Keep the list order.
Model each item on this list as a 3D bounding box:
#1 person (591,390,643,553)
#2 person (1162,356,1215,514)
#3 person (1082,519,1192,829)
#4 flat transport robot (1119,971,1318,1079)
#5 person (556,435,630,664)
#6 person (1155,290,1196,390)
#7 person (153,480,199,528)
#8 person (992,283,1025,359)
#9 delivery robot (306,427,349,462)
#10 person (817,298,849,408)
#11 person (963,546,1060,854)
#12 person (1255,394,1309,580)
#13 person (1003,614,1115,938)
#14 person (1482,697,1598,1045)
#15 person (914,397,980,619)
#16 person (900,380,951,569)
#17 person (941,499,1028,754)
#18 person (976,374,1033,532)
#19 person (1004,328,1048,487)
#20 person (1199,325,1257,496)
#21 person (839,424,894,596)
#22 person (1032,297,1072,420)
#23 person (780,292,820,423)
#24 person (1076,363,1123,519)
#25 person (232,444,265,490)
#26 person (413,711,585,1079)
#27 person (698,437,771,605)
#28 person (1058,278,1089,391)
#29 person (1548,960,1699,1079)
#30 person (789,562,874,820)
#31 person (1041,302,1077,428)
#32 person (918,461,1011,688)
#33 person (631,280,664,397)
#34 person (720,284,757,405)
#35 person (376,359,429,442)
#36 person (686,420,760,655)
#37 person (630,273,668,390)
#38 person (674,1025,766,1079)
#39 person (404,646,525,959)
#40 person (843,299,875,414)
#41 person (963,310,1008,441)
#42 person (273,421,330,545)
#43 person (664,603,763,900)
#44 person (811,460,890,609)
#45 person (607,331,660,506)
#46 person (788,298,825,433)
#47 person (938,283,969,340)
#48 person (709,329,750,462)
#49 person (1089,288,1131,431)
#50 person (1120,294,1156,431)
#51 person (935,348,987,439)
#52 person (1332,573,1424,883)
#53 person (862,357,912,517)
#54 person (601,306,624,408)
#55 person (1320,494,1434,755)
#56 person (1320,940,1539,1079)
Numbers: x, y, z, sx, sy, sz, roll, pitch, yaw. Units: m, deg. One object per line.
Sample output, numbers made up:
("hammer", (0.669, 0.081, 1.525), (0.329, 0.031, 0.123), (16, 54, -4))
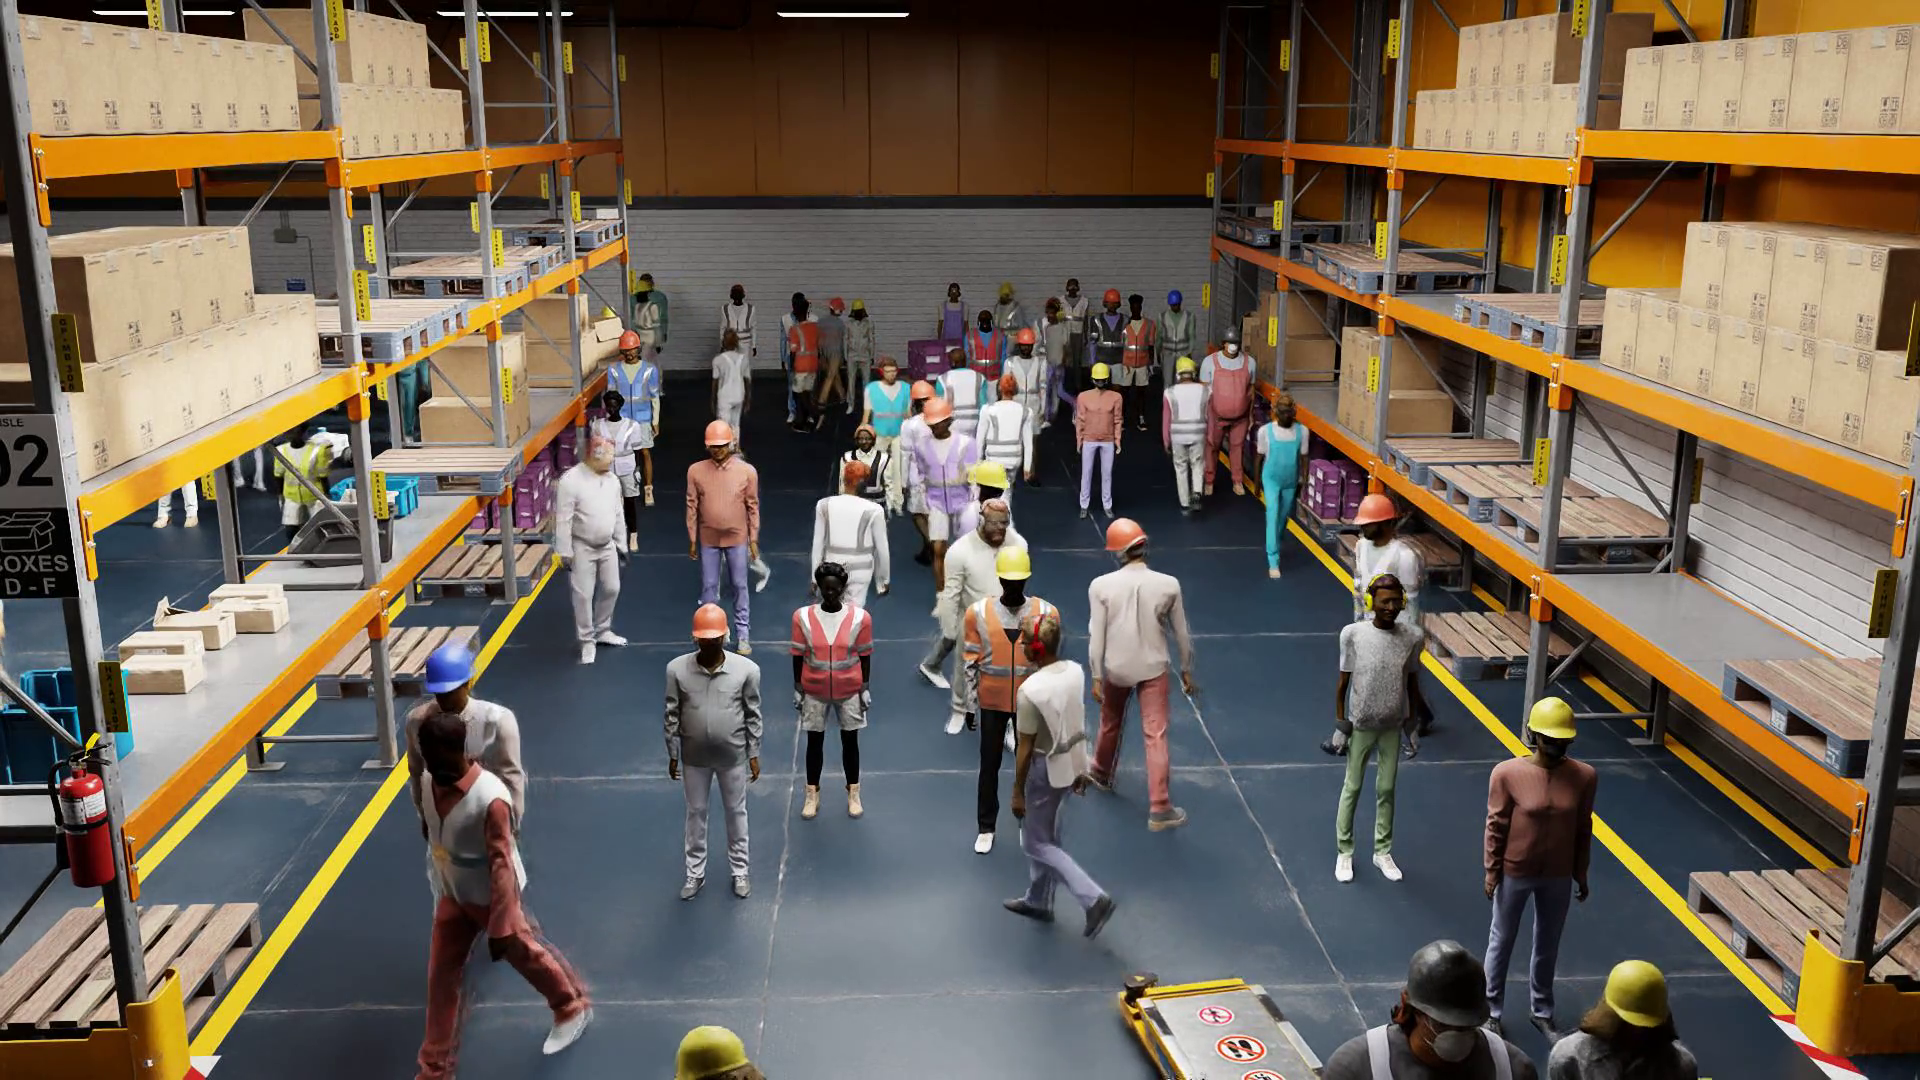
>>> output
("person", (-3.542, -0.706, 17.176), (0.535, 1.697, 0.318), (-1, 14, -3))
("person", (2.563, -1.153, 18.706), (0.614, 1.808, 0.541), (0, 14, 0))
("person", (1.156, 0.822, 10.741), (0.684, 1.926, 0.937), (0, 14, 1))
("flat transport robot", (1.268, 2.416, 7.763), (0.652, 0.197, 1.431), (-3, 15, -12))
("person", (-3.049, 0.072, 13.793), (0.455, 1.876, 0.716), (10, 18, 35))
("person", (3.228, -2.775, 24.883), (0.602, 1.892, 0.977), (1, 14, 5))
("person", (-8.663, -1.047, 18.222), (0.625, 1.846, 0.429), (-1, 14, -3))
("person", (0.823, -3.349, 27.366), (0.915, 1.795, 0.575), (-13, 19, -41))
("delivery robot", (-8.102, -1.190, 21.167), (0.477, 0.478, 0.707), (3, 14, 11))
("person", (-1.949, -2.912, 25.842), (0.567, 1.696, 0.913), (11, 18, 38))
("person", (0.312, 0.971, 10.127), (0.588, 1.930, 0.364), (-1, 14, -3))
("person", (3.174, -0.582, 16.516), (0.517, 1.806, 0.951), (0, 14, 1))
("person", (0.536, 1.293, 9.083), (0.665, 1.819, 0.575), (9, 17, 31))
("person", (2.774, 1.596, 7.996), (0.525, 1.772, 0.309), (-1, 14, -3))
("person", (-0.095, -0.358, 15.256), (0.623, 1.992, 1.062), (2, 14, 8))
("person", (-0.304, -0.610, 16.389), (0.546, 1.912, 0.774), (-7, 16, -25))
("person", (0.164, 0.576, 11.883), (0.664, 1.845, 0.846), (-5, 15, -19))
("person", (0.485, -0.793, 17.226), (0.617, 1.851, 0.952), (-5, 15, -18))
("person", (0.792, -1.602, 20.206), (0.545, 1.942, 0.354), (-1, 14, -3))
("person", (3.192, -1.533, 19.735), (0.682, 2.000, 0.537), (-1, 14, -3))
("person", (-0.878, -0.281, 15.622), (0.514, 1.641, 0.309), (-1, 14, -3))
("person", (1.342, -2.640, 24.473), (0.583, 1.856, 0.843), (2, 14, 7))
("person", (-2.352, -2.694, 24.538), (0.591, 1.919, 0.392), (-1, 14, -3))
("person", (1.556, -1.107, 18.615), (0.525, 1.769, 0.316), (-1, 14, -3))
("person", (-8.666, -1.523, 20.094), (0.507, 1.850, 0.672), (-14, 20, -43))
("person", (-2.212, 1.636, 7.692), (0.612, 1.859, 1.076), (10, 17, 33))
("person", (-2.118, -0.228, 15.470), (0.522, 1.616, 0.740), (12, 19, 40))
("person", (1.835, -3.381, 27.372), (0.565, 1.850, 0.390), (-1, 14, -3))
("person", (2.210, 2.215, 5.640), (0.496, 1.732, 0.338), (3, 15, 13))
("person", (-0.818, 0.958, 10.639), (0.535, 1.700, 0.318), (-1, 14, -3))
("person", (1.426, -2.536, 24.093), (0.754, 1.840, 0.526), (-12, 19, -39))
("person", (0.130, 0.291, 12.918), (0.986, 1.877, 0.598), (7, 16, 25))
("person", (-5.066, -3.167, 26.444), (0.818, 1.898, 0.609), (-10, 17, -34))
("person", (-3.455, -3.044, 25.983), (0.574, 1.883, 0.356), (-1, 14, -3))
("person", (-7.580, -2.200, 22.681), (0.674, 1.874, 0.674), (-8, 17, -30))
("person", (-1.975, -0.015, 13.870), (0.612, 1.995, 0.382), (-1, 14, -3))
("person", (-5.107, -3.416, 27.331), (0.630, 1.940, 0.372), (-1, 14, -3))
("person", (-0.653, 2.330, 5.265), (0.580, 1.702, 0.397), (12, 19, 39))
("person", (-2.510, 1.396, 8.555), (0.616, 1.895, 0.986), (0, 14, -1))
("person", (-1.534, -2.785, 25.244), (0.487, 1.744, 0.297), (-1, 14, -3))
("person", (0.346, -2.250, 22.950), (0.625, 1.844, 0.429), (-1, 14, -3))
("person", (-6.319, -0.408, 16.066), (0.536, 1.660, 0.470), (-1, 14, -5))
("person", (-1.413, 1.208, 9.540), (0.563, 1.755, 0.323), (-1, 14, -3))
("person", (-0.848, 0.277, 13.088), (0.596, 1.833, 1.012), (5, 15, 19))
("person", (-3.764, -1.396, 19.195), (0.607, 2.044, 0.379), (-1, 14, -3))
("person", (-2.156, -2.447, 23.515), (0.665, 1.947, 0.614), (11, 18, 38))
("person", (-0.102, -3.188, 26.625), (0.506, 1.847, 0.345), (-1, 14, -3))
("person", (-2.873, -1.745, 20.990), (0.526, 1.830, 0.715), (-10, 17, -33))
("person", (2.154, -2.574, 23.812), (0.607, 2.048, 0.370), (-1, 14, -3))
("person", (2.503, -2.547, 23.867), (0.607, 1.966, 0.367), (-1, 14, -3))
("person", (-0.006, -1.359, 19.586), (0.645, 1.782, 0.971), (-5, 15, -17))
("person", (2.448, 1.096, 9.749), (0.514, 1.876, 0.328), (-1, 14, -3))
("person", (-0.838, -1.199, 18.884), (0.608, 1.818, 0.692), (-5, 15, -18))
("person", (-5.057, -2.511, 24.125), (0.525, 1.769, 0.316), (-1, 14, -3))
("person", (3.068, 0.569, 11.844), (1.056, 1.878, 0.554), (-7, 16, -25))
("person", (1.448, 2.189, 5.126), (0.682, 2.000, 0.537), (-1, 14, -3))
